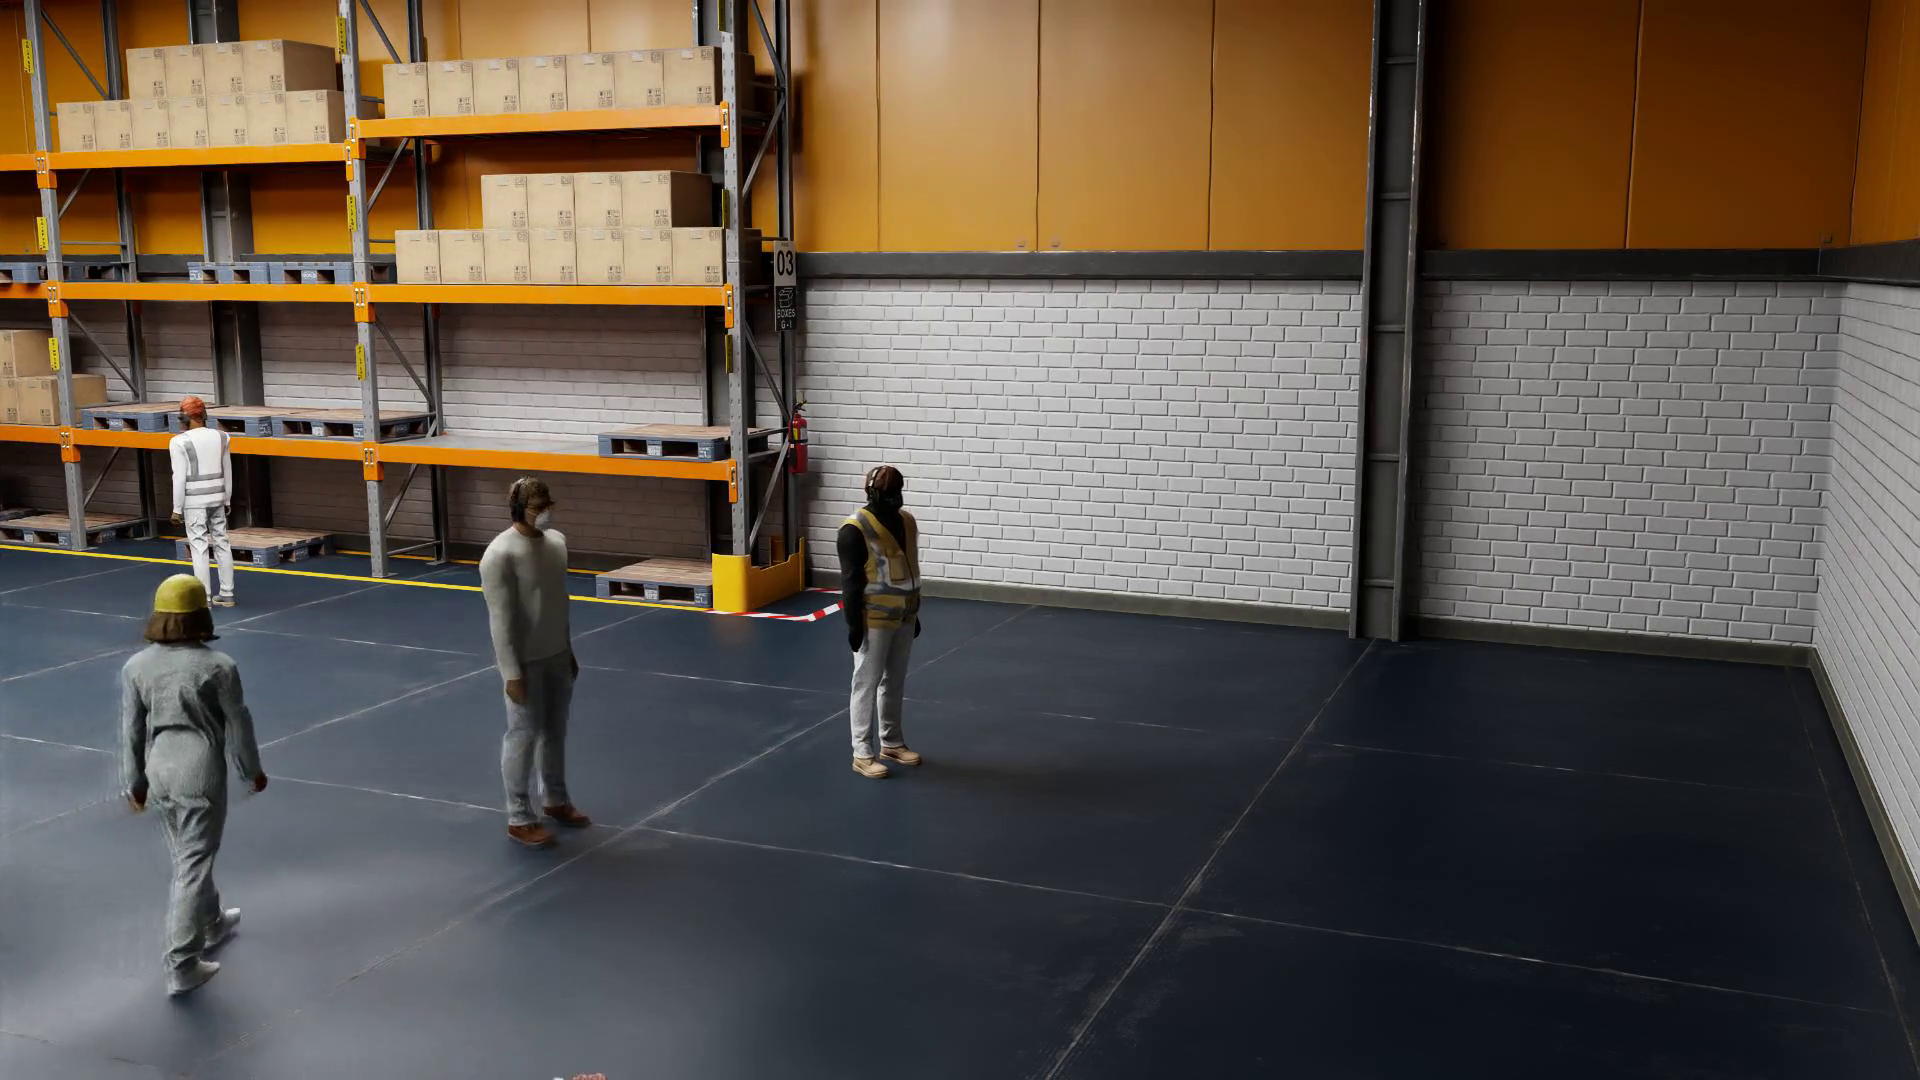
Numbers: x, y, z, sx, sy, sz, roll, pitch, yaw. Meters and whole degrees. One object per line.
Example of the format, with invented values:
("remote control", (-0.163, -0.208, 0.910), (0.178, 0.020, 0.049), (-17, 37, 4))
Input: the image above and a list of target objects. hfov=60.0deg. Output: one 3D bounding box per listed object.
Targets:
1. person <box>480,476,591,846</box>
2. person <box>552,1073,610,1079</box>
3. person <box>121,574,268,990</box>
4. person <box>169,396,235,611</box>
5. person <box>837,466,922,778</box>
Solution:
("person", (-2.208, 0.631, 8.706), (0.409, 1.932, 0.647), (4, 10, 22))
("person", (-0.524, 1.682, 2.495), (0.985, 1.852, 0.670), (-3, 10, -20))
("person", (-3.234, 0.990, 7.126), (0.495, 1.719, 0.779), (2, 10, 11))
("person", (-6.615, -0.314, 14.522), (0.356, 1.884, 0.572), (5, 11, 28))
("person", (-0.443, 0.472, 9.887), (0.429, 1.842, 0.634), (7, 12, 36))
